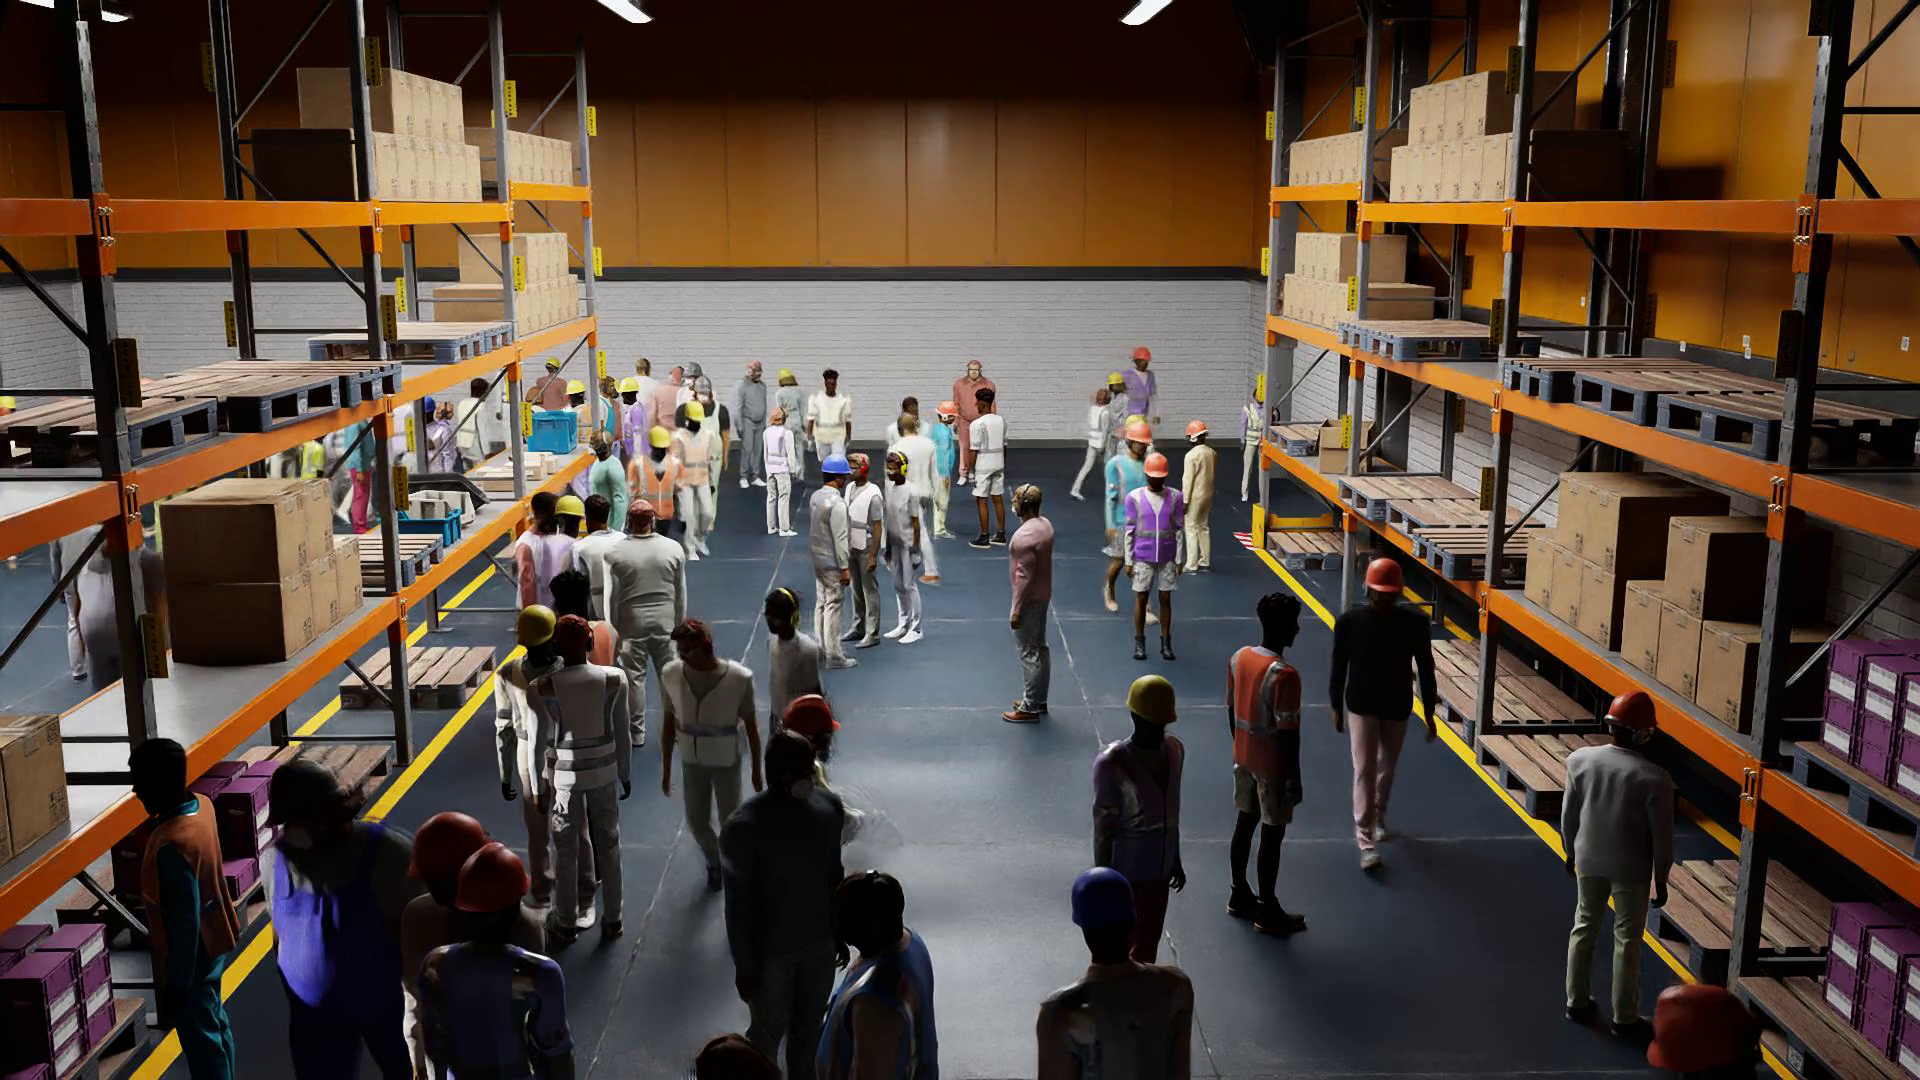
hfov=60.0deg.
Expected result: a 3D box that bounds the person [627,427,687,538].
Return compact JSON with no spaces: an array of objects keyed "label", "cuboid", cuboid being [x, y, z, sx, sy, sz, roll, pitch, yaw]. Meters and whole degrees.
[{"label":"person","cuboid":[-3.164,-0.264,17.412,0.601,1.860,1.032,-7,13,-30]}]

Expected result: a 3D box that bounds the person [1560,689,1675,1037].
[{"label":"person","cuboid":[3.301,1.599,8.336,0.342,1.749,0.572,-10,15,-40]}]

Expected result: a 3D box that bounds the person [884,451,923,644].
[{"label":"person","cuboid":[-0.550,0.070,15.779,0.375,1.852,0.509,-8,14,-34]}]

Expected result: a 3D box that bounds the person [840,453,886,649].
[{"label":"person","cuboid":[-0.913,0.090,15.673,0.390,1.846,0.565,-8,14,-33]}]

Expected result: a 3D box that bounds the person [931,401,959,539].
[{"label":"person","cuboid":[-0.186,-0.876,20.790,0.354,1.738,0.574,-2,11,-9]}]

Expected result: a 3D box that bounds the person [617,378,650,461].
[{"label":"person","cuboid":[-4.280,-1.179,21.864,0.391,1.918,0.591,-3,12,-13]}]

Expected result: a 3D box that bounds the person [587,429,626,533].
[{"label":"person","cuboid":[-3.528,-0.150,16.642,0.356,1.938,0.638,-7,13,-30]}]

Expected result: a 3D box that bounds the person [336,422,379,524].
[{"label":"person","cuboid":[-7.998,-1.034,21.943,0.517,1.596,0.797,3,12,16]}]

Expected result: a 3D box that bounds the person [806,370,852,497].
[{"label":"person","cuboid":[-1.802,-1.403,23.020,0.616,1.908,1.051,0,11,0]}]

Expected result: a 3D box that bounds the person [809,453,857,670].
[{"label":"person","cuboid":[-1.141,0.190,14.943,0.420,1.939,0.608,-5,12,-25]}]

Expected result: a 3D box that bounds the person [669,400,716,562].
[{"label":"person","cuboid":[-3.103,-0.690,19.422,0.600,1.904,0.430,-6,13,-27]}]

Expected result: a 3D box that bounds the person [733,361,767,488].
[{"label":"person","cuboid":[-3.073,-1.714,24.619,0.400,1.891,0.674,8,14,34]}]

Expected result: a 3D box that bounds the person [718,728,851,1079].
[{"label":"person","cuboid":[-0.726,1.745,7.140,0.372,1.940,0.632,11,16,44]}]

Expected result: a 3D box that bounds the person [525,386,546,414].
[{"label":"person","cuboid":[-5.955,-1.344,23.396,0.508,1.631,0.265,9,14,37]}]

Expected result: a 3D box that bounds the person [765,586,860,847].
[{"label":"person","cuboid":[-0.968,1.162,10.314,0.615,1.843,0.530,-10,15,-40]}]

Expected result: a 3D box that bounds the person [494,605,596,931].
[{"label":"person","cuboid":[-2.345,1.292,9.488,0.591,1.913,0.398,-1,11,-3]}]

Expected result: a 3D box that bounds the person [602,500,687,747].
[{"label":"person","cuboid":[-2.420,0.637,12.774,0.642,1.909,0.399,-5,12,-23]}]

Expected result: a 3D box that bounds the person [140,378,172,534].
[{"label":"person","cuboid":[-10.159,-1.044,20.979,0.380,1.996,0.608,-9,15,-39]}]

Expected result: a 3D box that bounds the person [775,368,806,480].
[{"label":"person","cuboid":[-2.574,-1.746,25.205,0.570,1.710,0.449,-9,15,-39]}]

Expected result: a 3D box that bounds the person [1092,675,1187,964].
[{"label":"person","cuboid":[0.886,1.573,8.037,0.594,1.922,0.375,-10,15,-41]}]

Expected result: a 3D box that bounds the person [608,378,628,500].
[{"label":"person","cuboid":[-4.876,-1.394,23.340,0.340,1.760,0.527,3,12,16]}]

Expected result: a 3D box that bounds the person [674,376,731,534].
[{"label":"person","cuboid":[-3.249,-1.080,21.046,0.720,2.000,0.657,-2,11,-10]}]

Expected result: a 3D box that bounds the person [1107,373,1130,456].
[{"label":"person","cuboid":[2.293,-1.581,24.347,0.324,1.730,0.489,-6,13,-29]}]

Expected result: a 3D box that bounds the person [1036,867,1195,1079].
[{"label":"person","cuboid":[0.504,2.046,5.629,0.602,1.938,0.401,-6,13,-26]}]

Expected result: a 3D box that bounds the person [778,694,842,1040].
[{"label":"person","cuboid":[-0.743,1.614,8.262,0.330,1.751,0.563,-5,12,-23]}]

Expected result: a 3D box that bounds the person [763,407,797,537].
[{"label":"person","cuboid":[-2.279,-0.854,20.953,0.518,1.635,0.315,10,15,40]}]

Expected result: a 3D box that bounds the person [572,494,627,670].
[{"label":"person","cuboid":[-2.780,0.591,13.017,0.408,1.907,0.598,7,13,32]}]

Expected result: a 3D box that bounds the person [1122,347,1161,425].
[{"label":"person","cuboid":[2.814,-1.927,25.348,0.644,2.013,0.854,-8,14,-35]}]

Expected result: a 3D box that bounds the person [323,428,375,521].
[{"label":"person","cuboid":[-8.196,-1.144,21.859,0.962,1.834,0.605,-1,11,-4]}]

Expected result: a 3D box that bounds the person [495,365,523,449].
[{"label":"person","cuboid":[-7.236,-2.128,26.729,0.354,1.876,0.574,6,13,26]}]

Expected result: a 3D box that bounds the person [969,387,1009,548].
[{"label":"person","cuboid":[0.333,-0.881,20.276,0.611,1.958,0.368,-10,15,-42]}]

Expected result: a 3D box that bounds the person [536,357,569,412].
[{"label":"person","cuboid":[-6.500,-2.042,26.597,0.535,1.755,0.342,2,11,9]}]

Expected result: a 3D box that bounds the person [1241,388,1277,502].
[{"label":"person","cuboid":[4.204,-1.352,23.429,0.515,1.636,0.315,0,11,1]}]

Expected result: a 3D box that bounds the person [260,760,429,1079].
[{"label":"person","cuboid":[-2.456,1.787,6.669,0.695,2.000,1.056,-1,11,-4]}]
